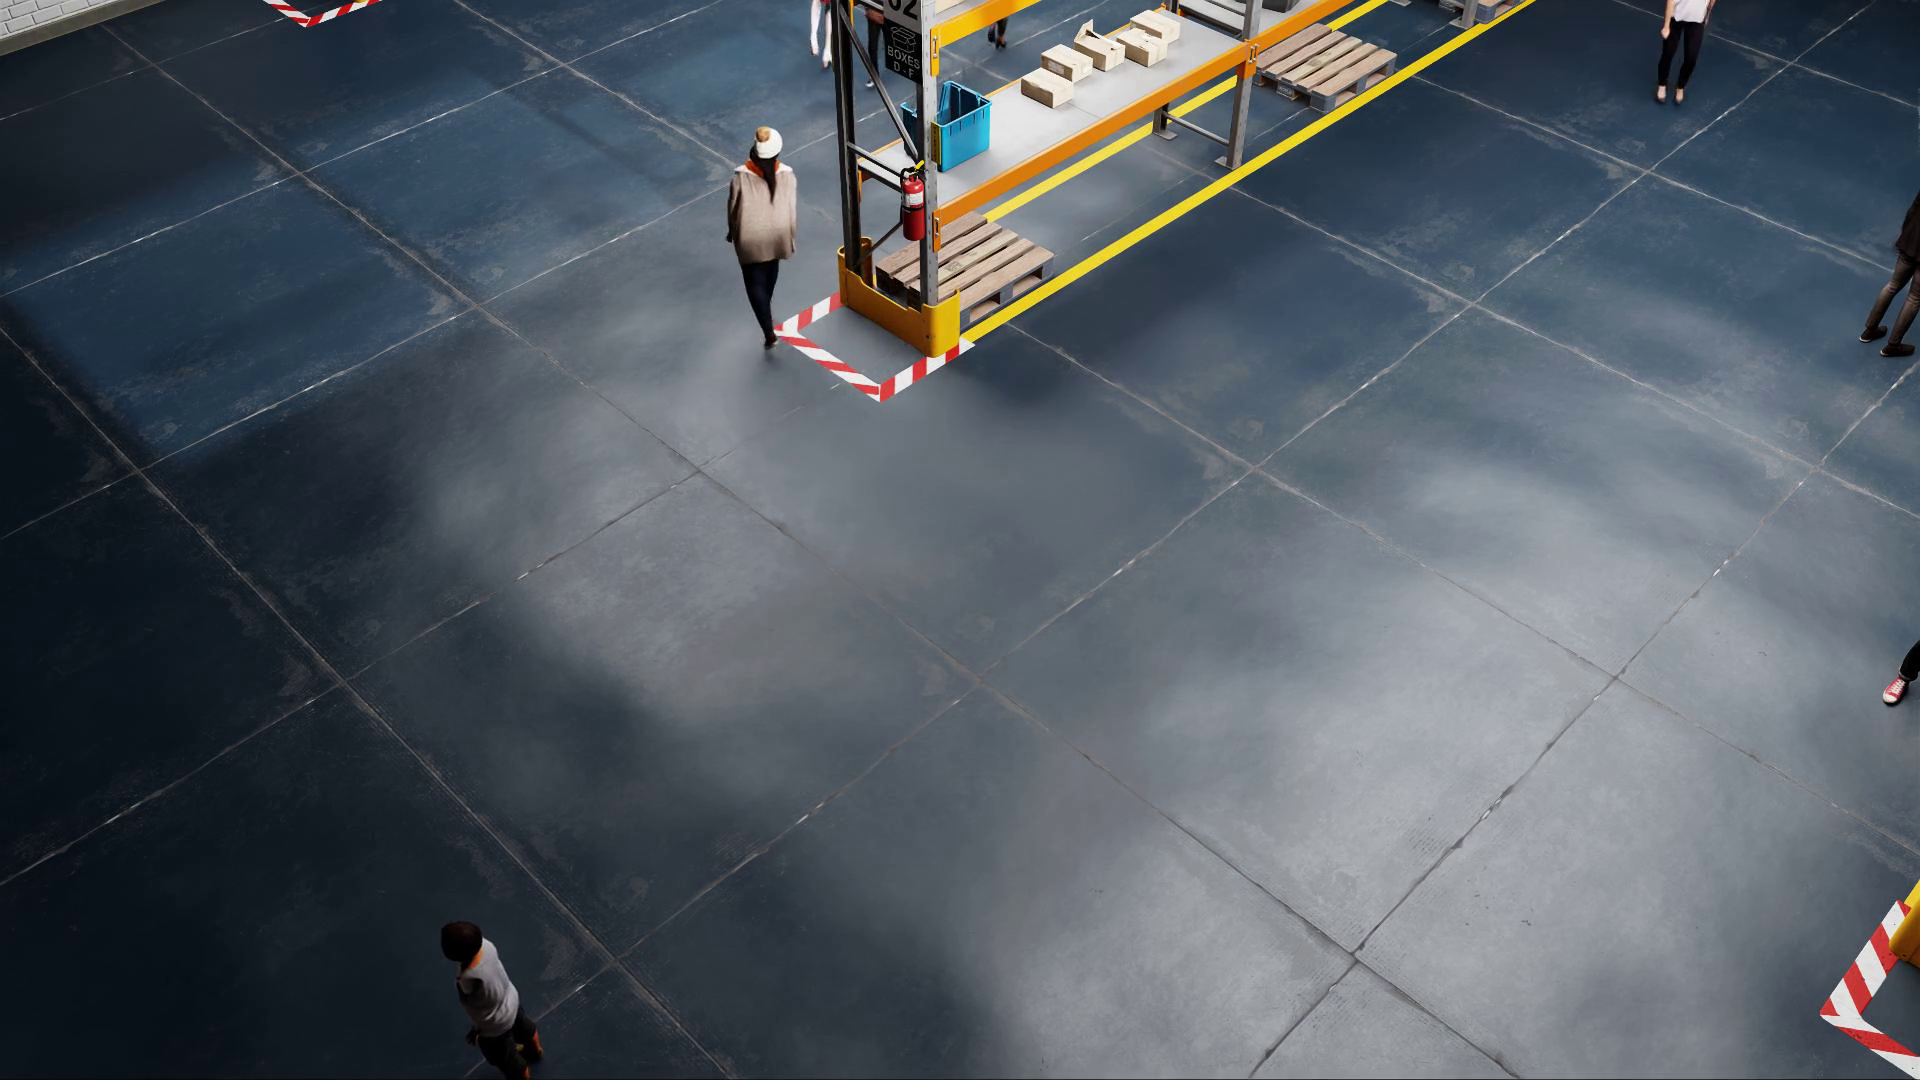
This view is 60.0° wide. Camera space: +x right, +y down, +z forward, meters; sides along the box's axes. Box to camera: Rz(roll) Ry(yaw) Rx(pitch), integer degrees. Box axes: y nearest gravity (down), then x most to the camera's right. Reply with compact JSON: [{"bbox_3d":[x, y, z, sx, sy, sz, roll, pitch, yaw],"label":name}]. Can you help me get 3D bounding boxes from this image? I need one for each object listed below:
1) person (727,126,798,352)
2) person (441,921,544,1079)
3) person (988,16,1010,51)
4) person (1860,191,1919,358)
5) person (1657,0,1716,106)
[{"bbox_3d":[-1.554,-2.368,13.157,1.230,1.856,1.116,-15,46,-15],"label":"person"},{"bbox_3d":[-2.393,2.352,8.498,0.698,1.450,0.628,2,44,2],"label":"person"},{"bbox_3d":[0.384,-5.711,16.802,0.795,1.670,0.826,17,46,17],"label":"person"},{"bbox_3d":[7.593,-2.262,13.088,0.697,1.799,0.738,-16,46,-16],"label":"person"},{"bbox_3d":[6.975,-4.998,15.992,0.785,1.754,0.838,-6,44,-6],"label":"person"}]
